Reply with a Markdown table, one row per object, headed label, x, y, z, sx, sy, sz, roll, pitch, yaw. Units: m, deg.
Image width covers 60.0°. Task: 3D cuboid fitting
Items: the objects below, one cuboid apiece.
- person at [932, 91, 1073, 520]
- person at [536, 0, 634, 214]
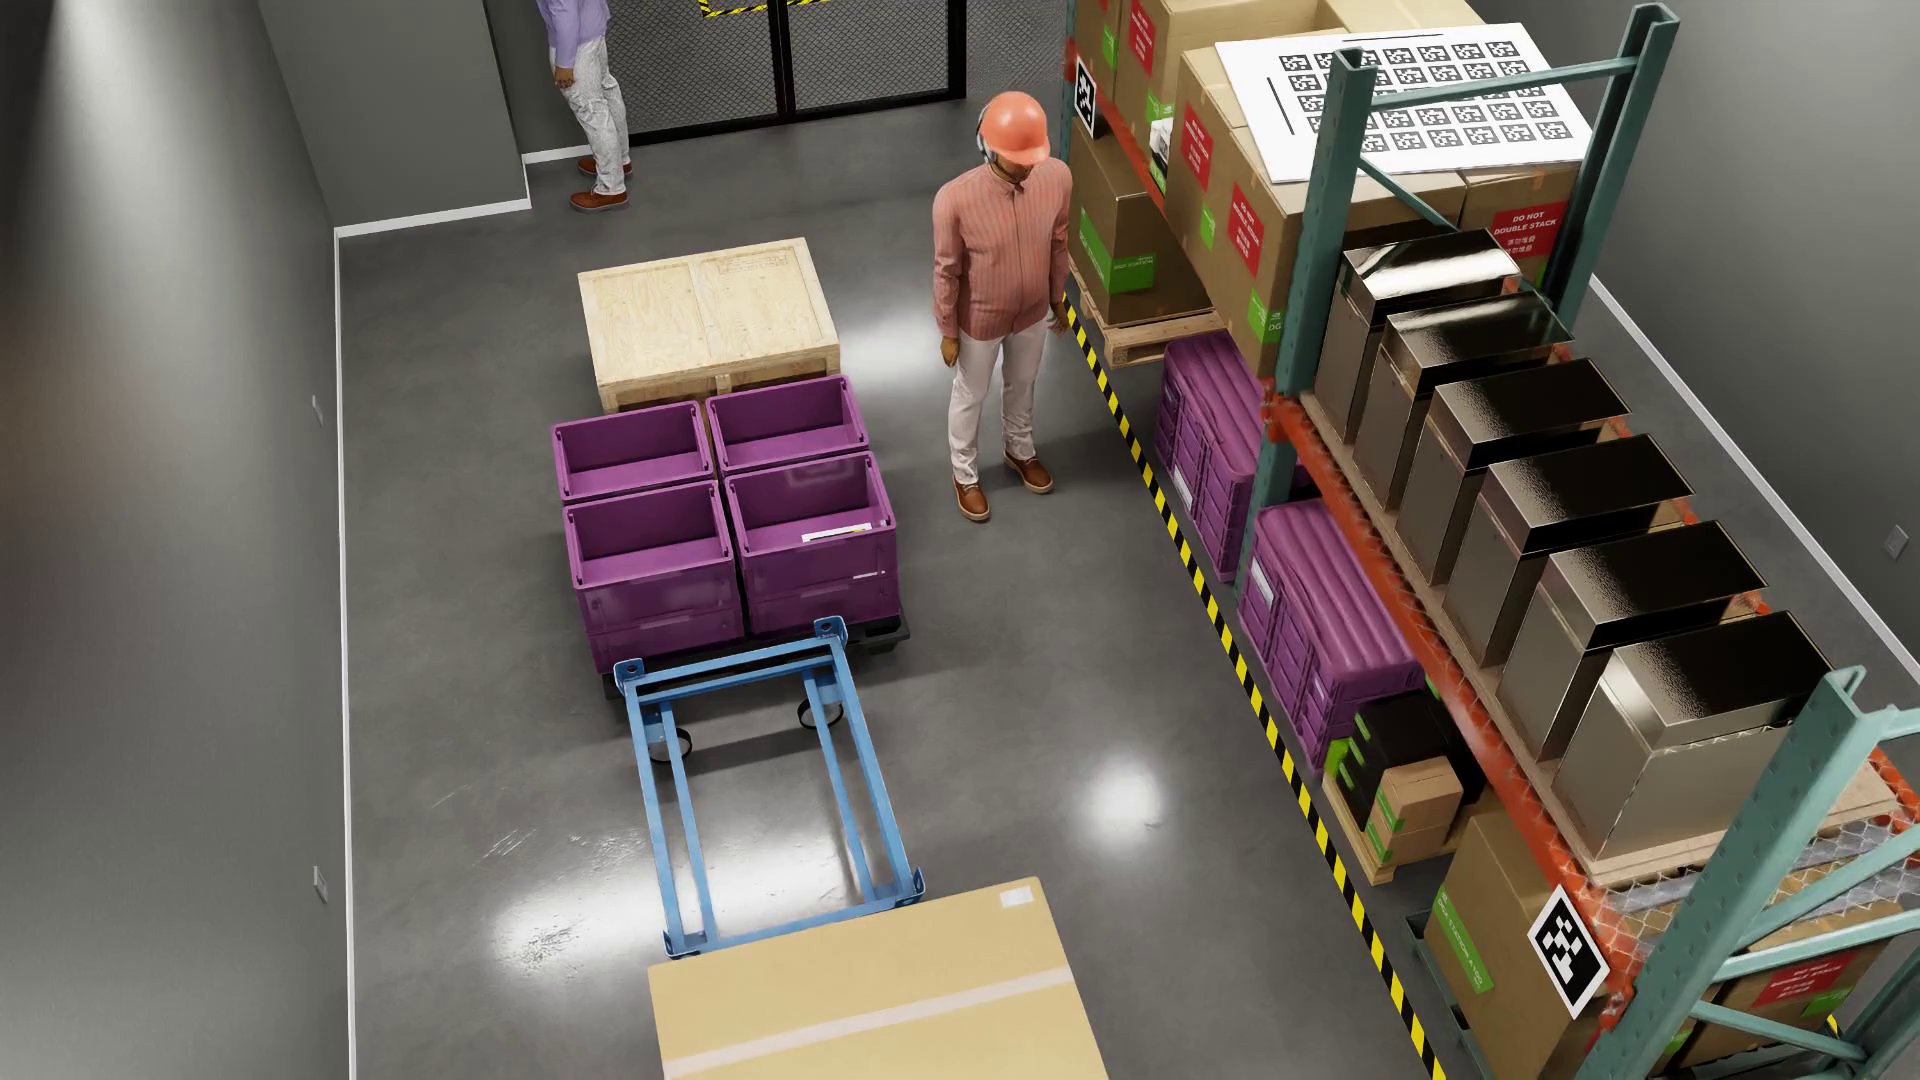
| label | x | y | z | sx | sy | sz | roll | pitch | yaw |
| --- | --- | --- | --- | --- | --- | --- | --- | --- | --- |
| person | 0.176 | -0.927 | 6.701 | 0.611 | 1.994 | 0.379 | -23 | 51 | -19 |
| person | -1.898 | -2.511 | 8.192 | 0.352 | 1.938 | 0.635 | 1 | 47 | 1 |
